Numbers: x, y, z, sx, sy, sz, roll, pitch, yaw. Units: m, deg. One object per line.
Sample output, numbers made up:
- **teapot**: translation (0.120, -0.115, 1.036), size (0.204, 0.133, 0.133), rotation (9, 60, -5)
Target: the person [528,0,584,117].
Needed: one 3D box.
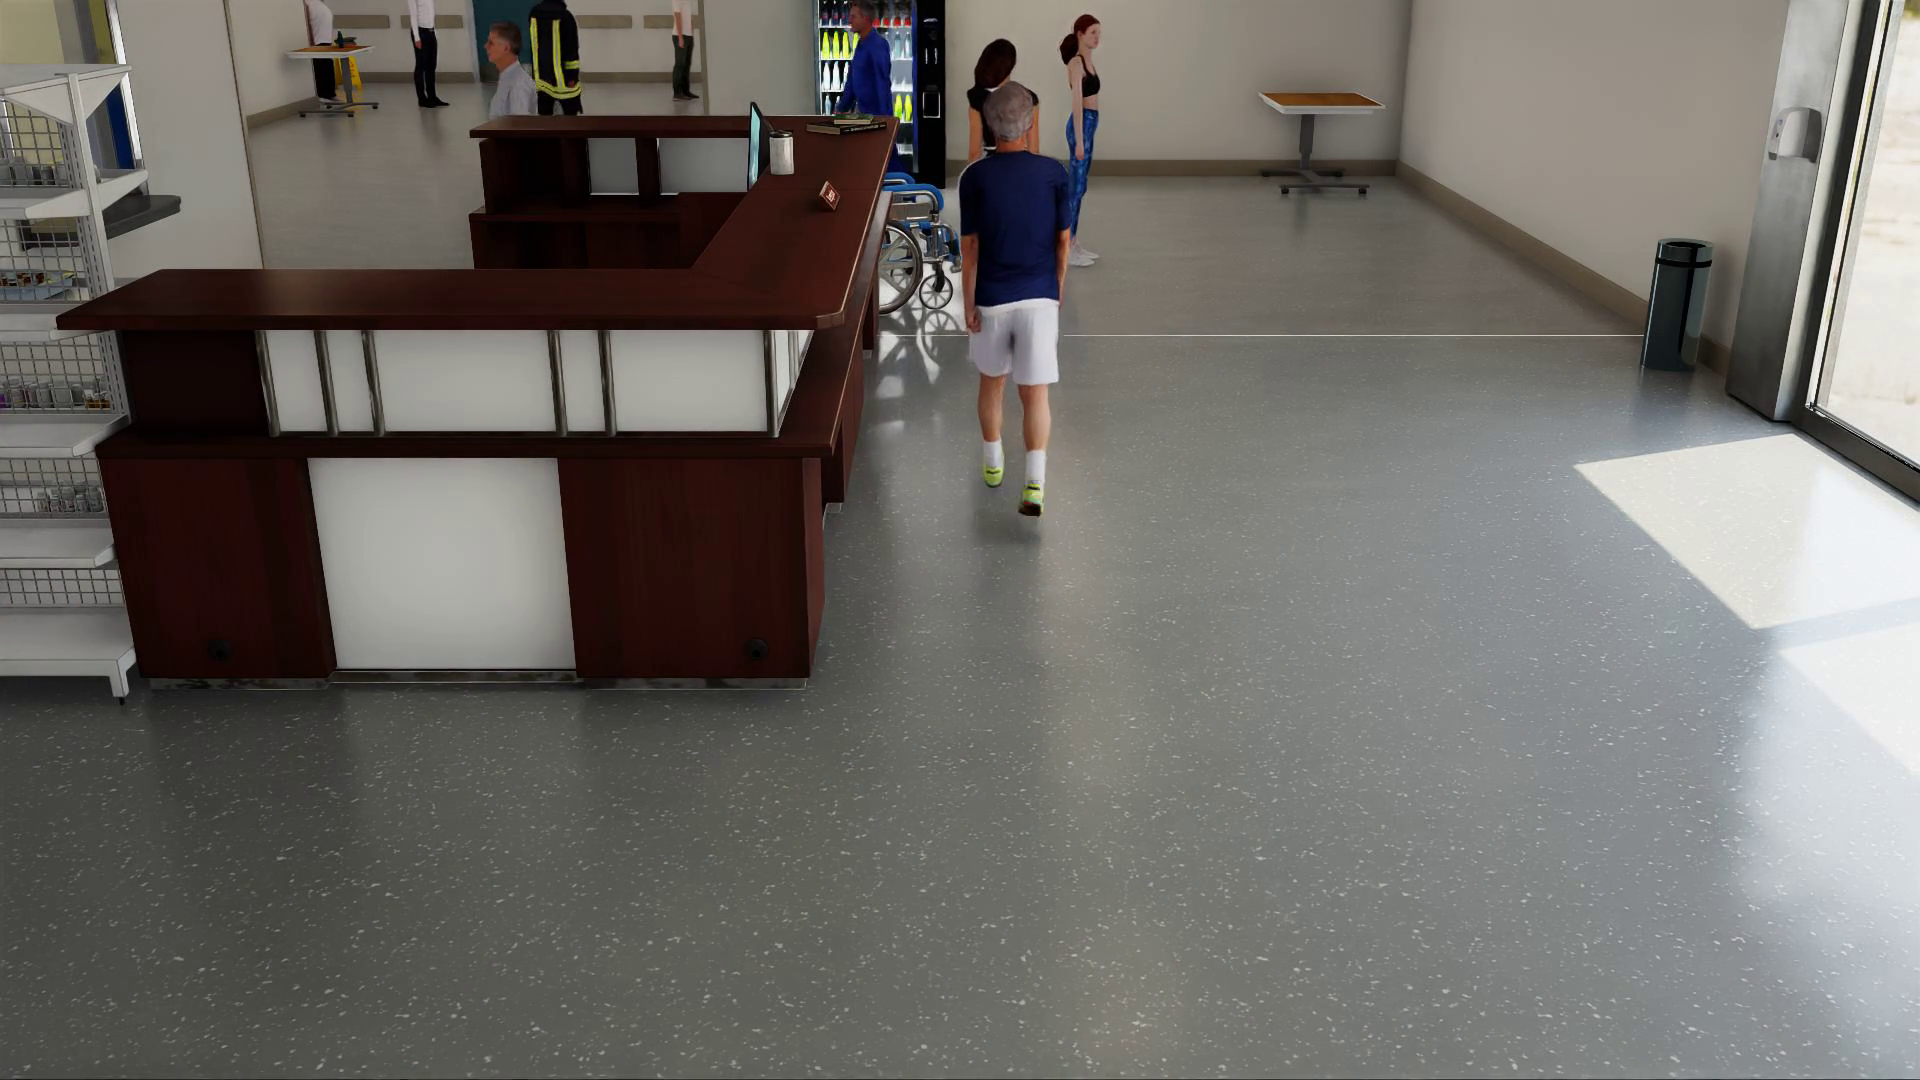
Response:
- **person**: translation (-4.159, -4.725, 16.816), size (1.252, 1.893, 1.131), rotation (8, 22, 21)

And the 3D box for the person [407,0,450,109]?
- **person**: translation (-7.174, -6.758, 22.222), size (0.646, 1.866, 0.663), rotation (5, 21, 13)

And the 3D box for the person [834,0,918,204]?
- **person**: translation (-0.614, -3.526, 13.809), size (1.216, 1.781, 0.865), rotation (-4, 21, -10)

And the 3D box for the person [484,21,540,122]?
- **person**: translation (-2.885, -2.535, 11.160), size (1.076, 1.805, 0.863), rotation (-7, 22, -19)

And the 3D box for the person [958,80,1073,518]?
- **person**: translation (0.245, -0.978, 7.047), size (1.081, 1.805, 0.691), rotation (0, 21, -1)

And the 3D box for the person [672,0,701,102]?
- **person**: translation (-3.830, -6.924, 22.966), size (0.646, 1.650, 0.630), rotation (8, 22, 21)

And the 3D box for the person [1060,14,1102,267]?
- **person**: translation (0.894, -2.934, 12.242), size (0.614, 1.784, 0.620), rotation (5, 21, 12)

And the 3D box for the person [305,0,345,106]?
- **person**: translation (-8.665, -6.777, 22.529), size (0.663, 1.684, 0.694), rotation (4, 21, 11)

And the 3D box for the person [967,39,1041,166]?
- **person**: translation (0.271, -1.994, 9.779), size (0.967, 1.771, 0.683), rotation (1, 21, 2)
